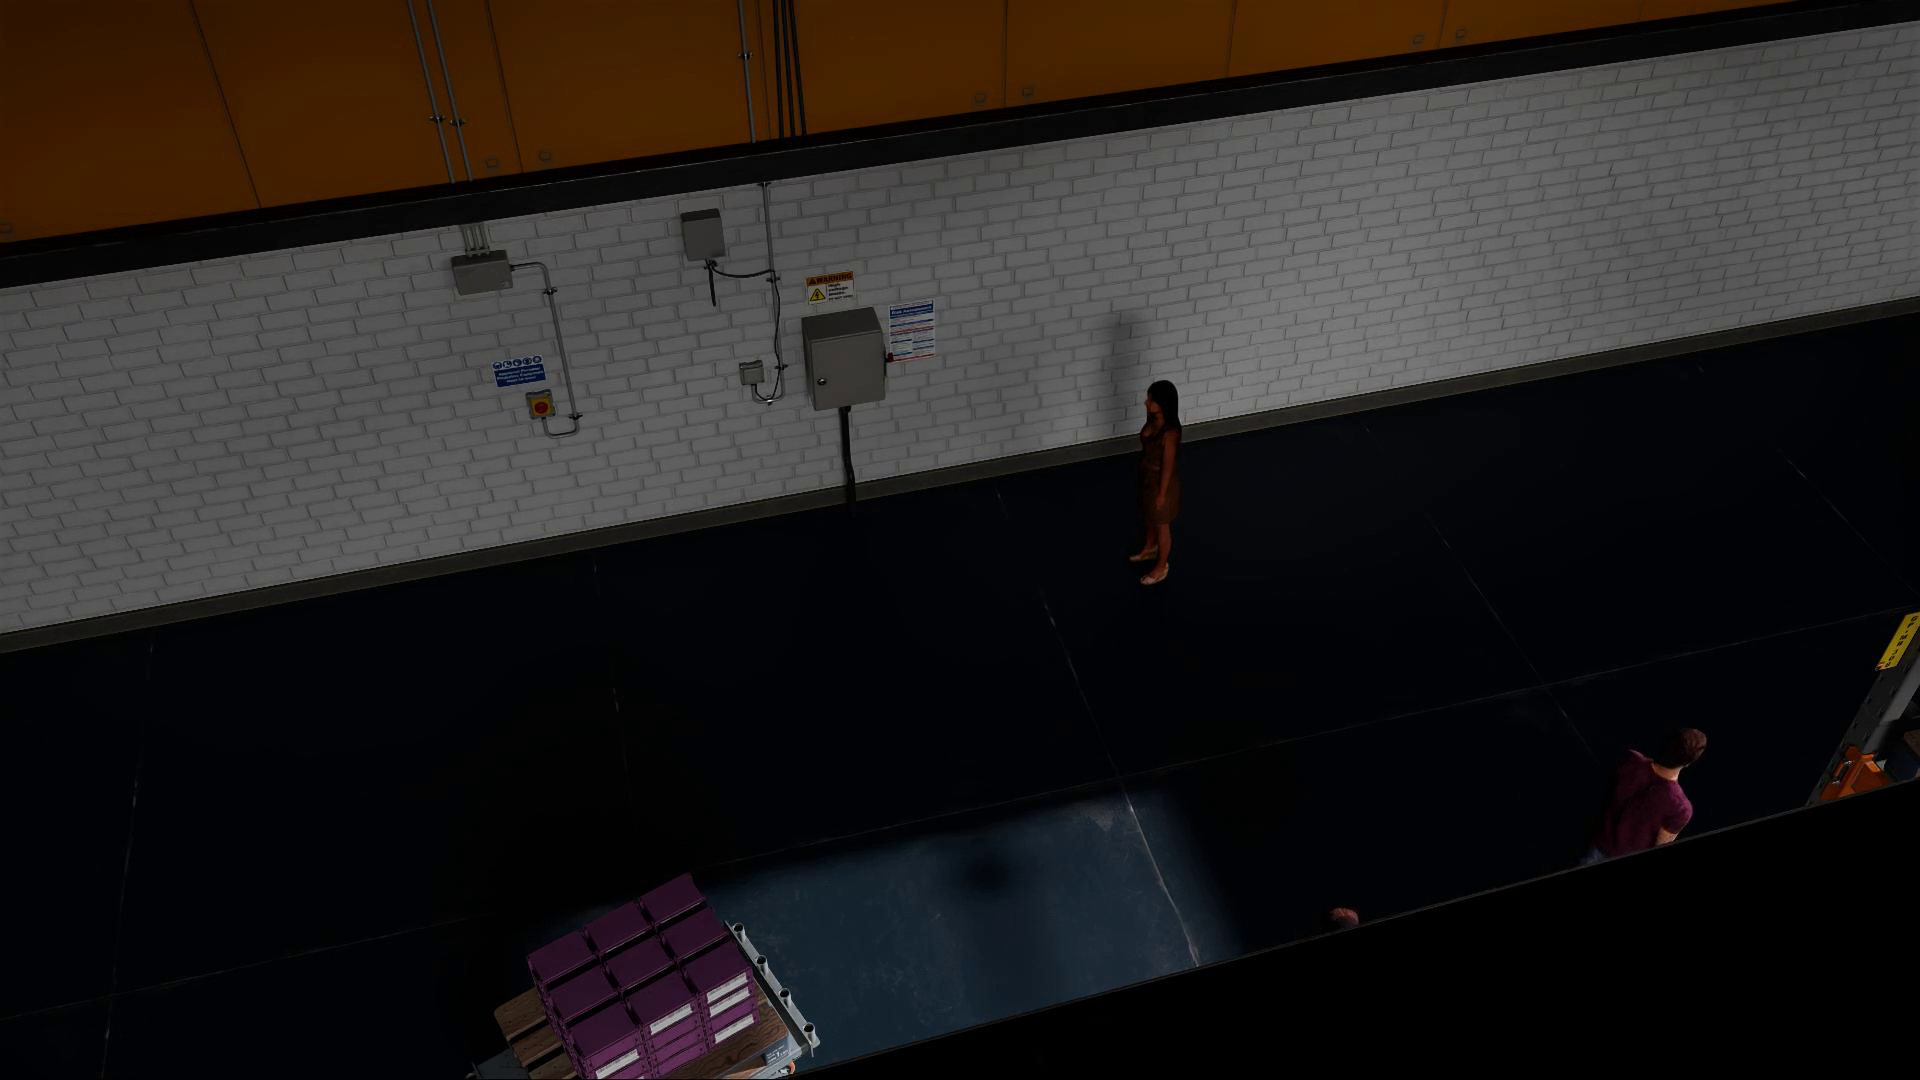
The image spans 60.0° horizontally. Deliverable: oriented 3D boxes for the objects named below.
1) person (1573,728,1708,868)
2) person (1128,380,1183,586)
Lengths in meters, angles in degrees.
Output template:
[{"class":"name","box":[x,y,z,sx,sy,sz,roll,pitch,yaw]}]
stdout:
[{"class":"person","box":[3.528,1.694,8.991,0.957,1.817,0.977,-30,51,-28]},{"class":"person","box":[1.346,-0.400,11.283,0.614,1.688,0.450,-12,45,-12]}]
